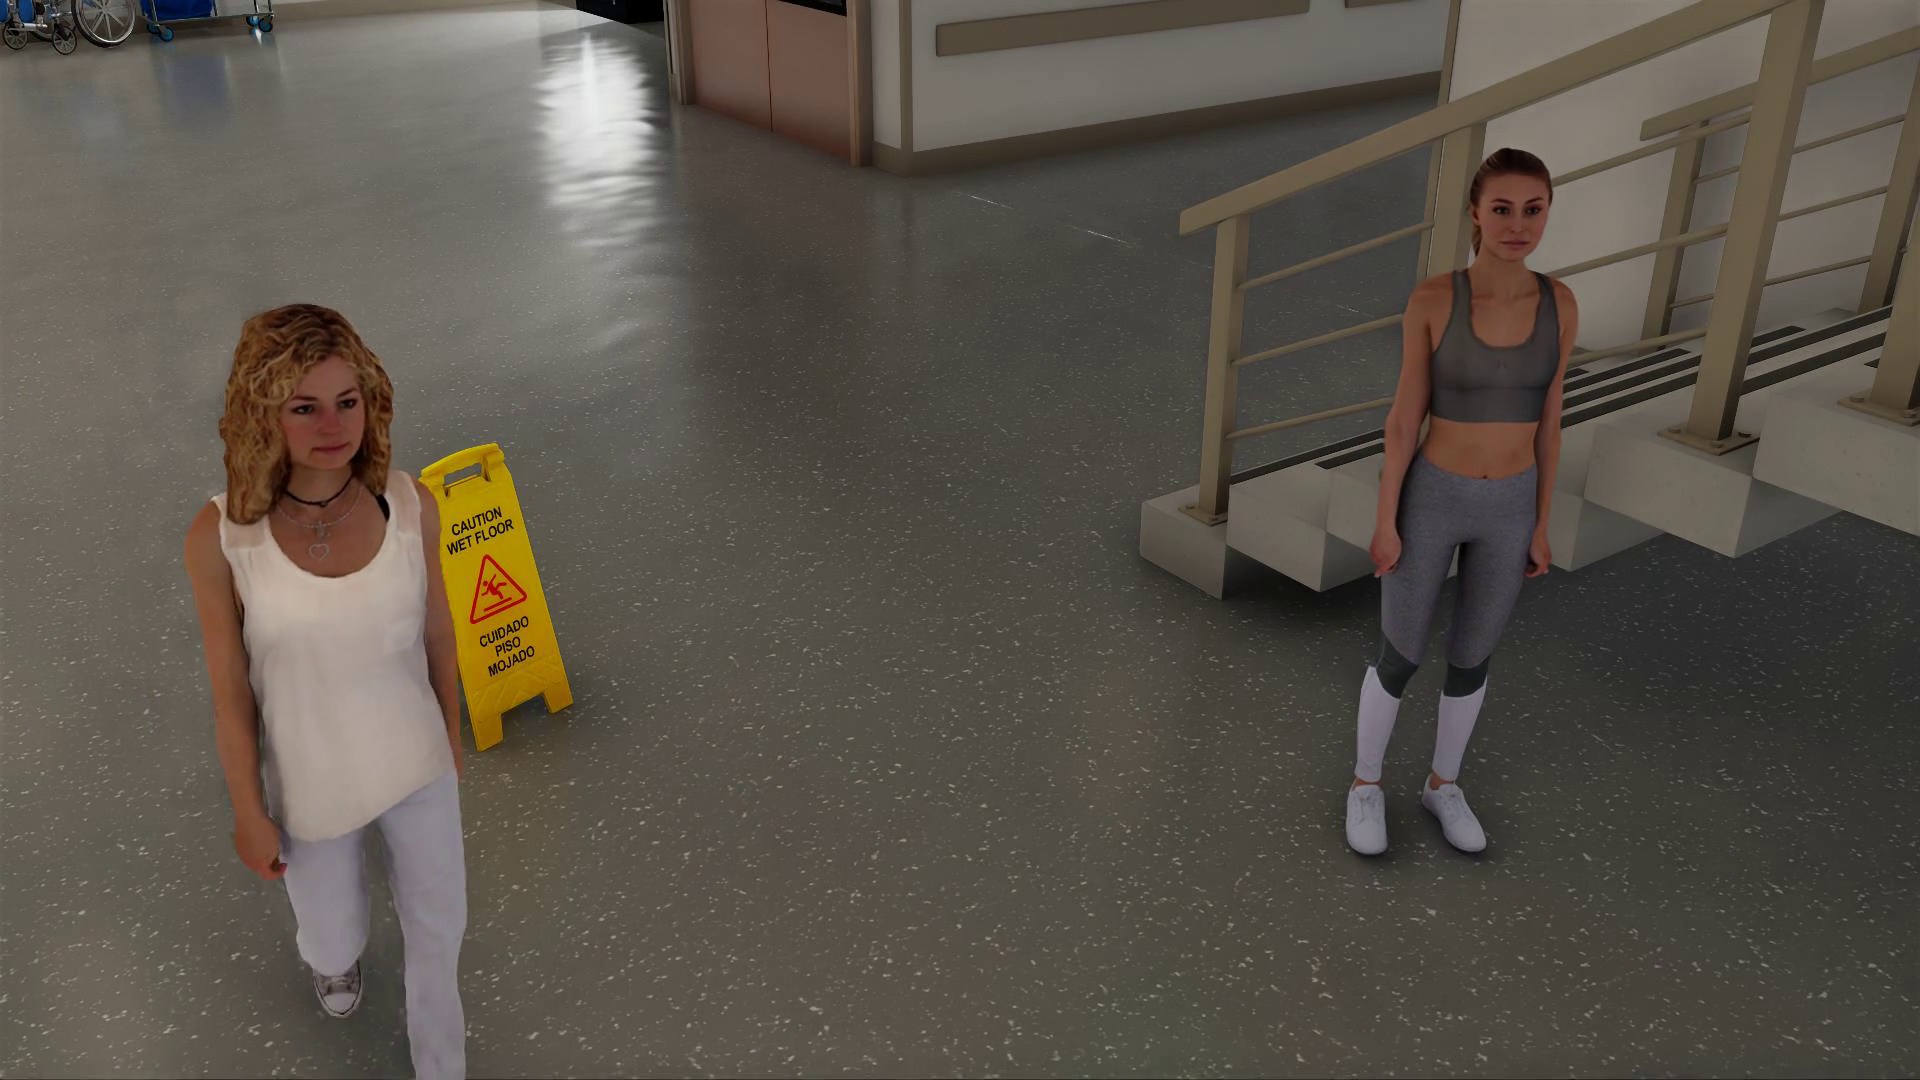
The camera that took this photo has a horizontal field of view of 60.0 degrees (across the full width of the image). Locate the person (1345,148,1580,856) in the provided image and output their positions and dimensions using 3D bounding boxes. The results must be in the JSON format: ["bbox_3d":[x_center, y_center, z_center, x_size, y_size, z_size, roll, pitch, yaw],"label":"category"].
[{"bbox_3d":[1.152,-0.049,3.823,0.649,1.702,0.669,-1,26,-3],"label":"person"}]

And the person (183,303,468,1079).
[{"bbox_3d":[-1.115,0.372,3.006,0.617,1.653,0.918,-16,30,-29],"label":"person"}]
